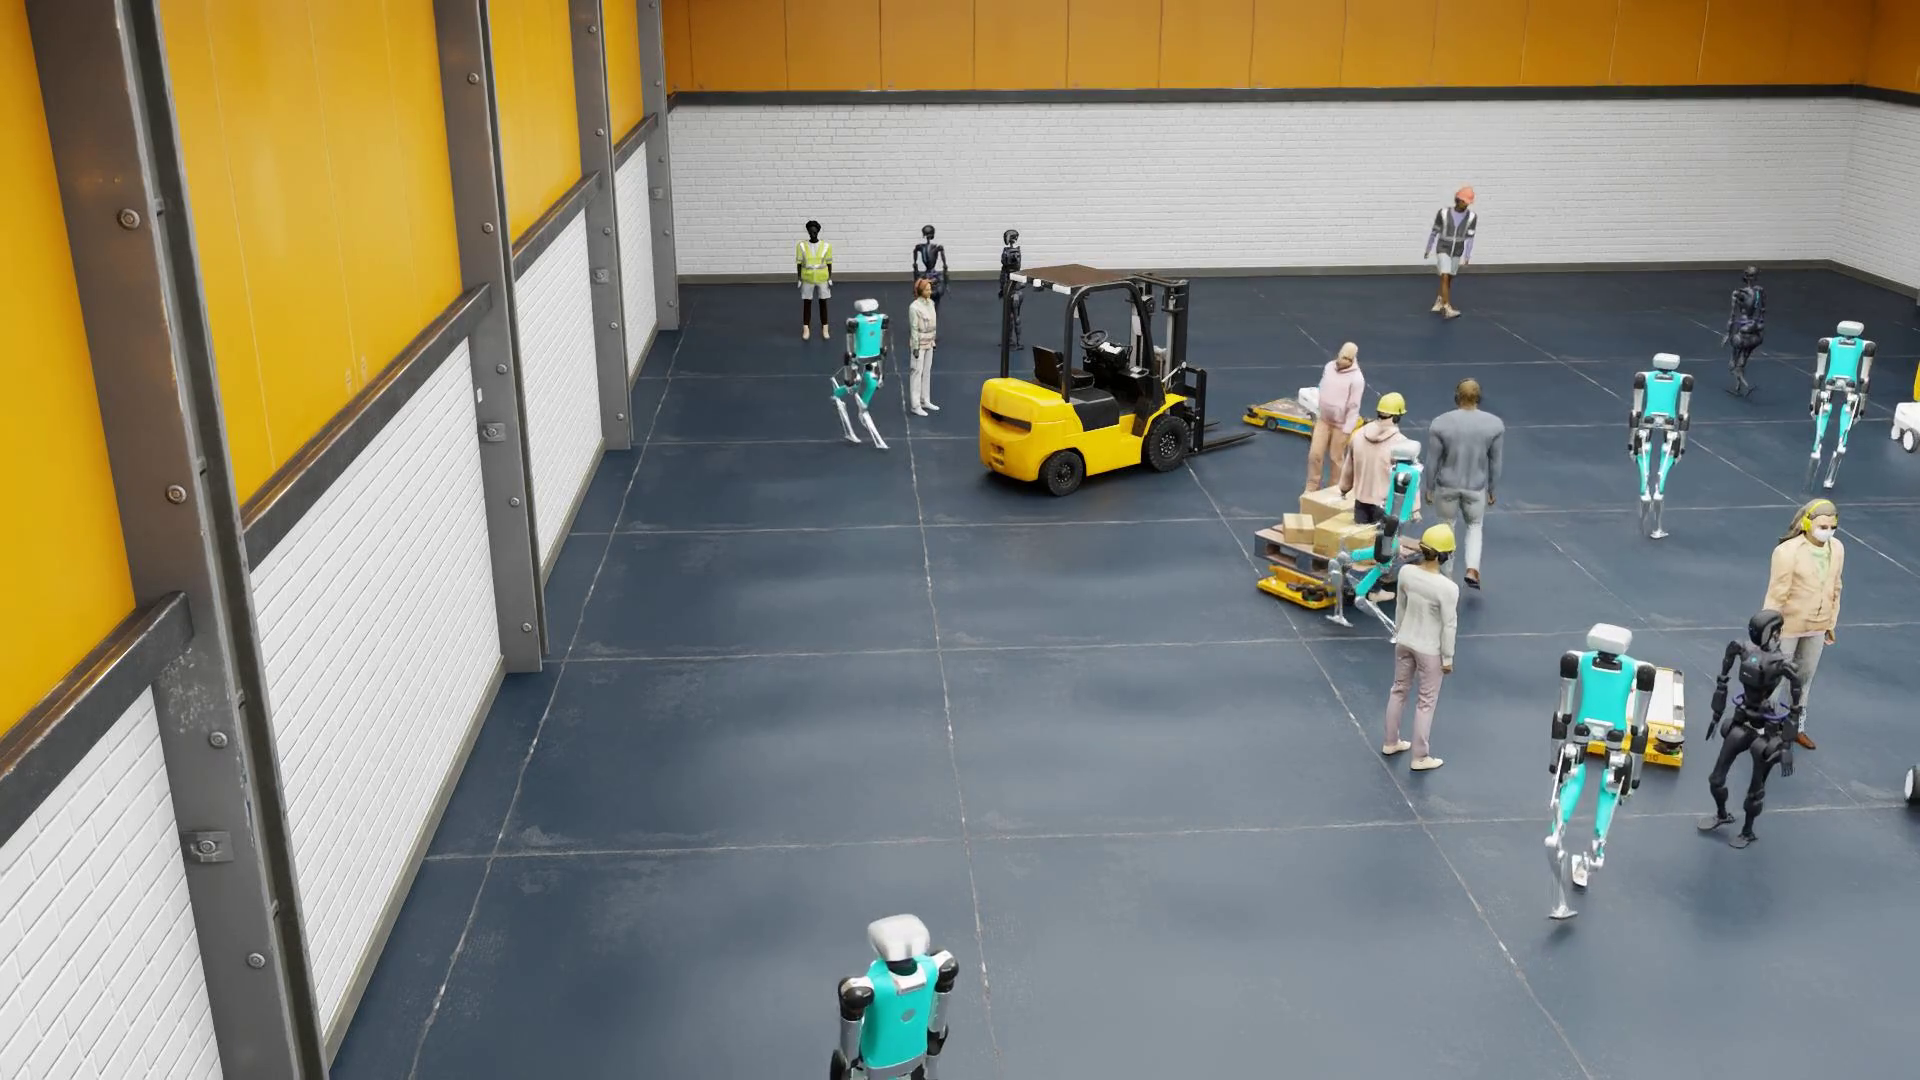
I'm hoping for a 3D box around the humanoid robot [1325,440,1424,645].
[{"bbox_3d":[3.269,0.016,13.519,1.010,1.772,0.534,9,22,24],"label":"humanoid robot"}]

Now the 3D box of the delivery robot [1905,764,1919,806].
[{"bbox_3d":[6.491,1.619,10.799,0.499,0.594,0.779,8,21,20],"label":"delivery robot"}]

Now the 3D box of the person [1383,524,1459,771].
[{"bbox_3d":[3.206,0.730,11.480,0.338,1.760,0.524,-12,23,-30],"label":"person"}]

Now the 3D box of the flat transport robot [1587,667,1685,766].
[{"bbox_3d":[4.970,1.236,12.260,0.659,0.231,1.431,8,22,20],"label":"flat transport robot"}]

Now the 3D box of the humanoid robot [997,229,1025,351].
[{"bbox_3d":[0.717,-3.465,23.004,0.315,1.657,0.599,-8,22,-20],"label":"humanoid robot"}]

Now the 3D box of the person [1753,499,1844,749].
[{"bbox_3d":[5.893,0.590,11.713,0.563,1.867,0.413,-5,21,-13],"label":"person"}]

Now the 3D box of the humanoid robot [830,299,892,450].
[{"bbox_3d":[-1.134,-1.837,18.516,0.540,1.767,0.907,-14,24,-34],"label":"humanoid robot"}]

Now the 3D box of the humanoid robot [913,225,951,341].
[{"bbox_3d":[-0.407,-3.615,23.429,0.599,1.644,0.338,12,23,29],"label":"humanoid robot"}]

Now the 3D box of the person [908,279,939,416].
[{"bbox_3d":[-0.447,-2.324,19.967,0.306,1.640,0.510,10,22,25],"label":"person"}]

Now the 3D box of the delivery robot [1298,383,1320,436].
[{"bbox_3d":[4.217,-1.519,19.375,0.518,0.611,0.783,-4,20,-10],"label":"delivery robot"}]

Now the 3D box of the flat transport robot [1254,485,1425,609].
[{"bbox_3d":[3.388,0.290,14.836,1.431,0.231,0.659,-15,25,-35],"label":"flat transport robot"}]

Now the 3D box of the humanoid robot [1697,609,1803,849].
[{"bbox_3d":[4.959,1.181,10.387,0.367,1.649,0.608,-12,23,-29],"label":"humanoid robot"}]

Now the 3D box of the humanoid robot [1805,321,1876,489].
[{"bbox_3d":[8.983,-1.281,17.068,0.540,1.841,0.746,10,22,26],"label":"humanoid robot"}]

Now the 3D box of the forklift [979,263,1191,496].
[{"bbox_3d":[1.315,-1.764,17.646,2.313,2.155,1.214,-14,24,-33],"label":"forklift"}]

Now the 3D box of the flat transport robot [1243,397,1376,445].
[{"bbox_3d":[4.083,-1.390,19.416,1.431,0.231,0.659,19,27,41],"label":"flat transport robot"}]

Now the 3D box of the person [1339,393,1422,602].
[{"bbox_3d":[3.584,-0.355,14.299,0.435,1.855,0.819,-17,26,-38],"label":"person"}]

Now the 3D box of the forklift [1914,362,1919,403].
[{"bbox_3d":[12.602,-2.435,19.475,2.313,2.155,1.214,-1,20,-4],"label":"forklift"}]

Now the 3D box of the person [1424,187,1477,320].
[{"bbox_3d":[7.342,-4.313,24.921,0.678,1.960,1.032,1,20,1],"label":"person"}]

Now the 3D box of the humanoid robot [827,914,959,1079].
[{"bbox_3d":[-0.405,2.349,7.219,0.558,1.846,0.794,-12,23,-29],"label":"humanoid robot"}]

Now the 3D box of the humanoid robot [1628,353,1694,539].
[{"bbox_3d":[6.600,-0.815,15.790,0.541,1.827,0.709,8,22,20],"label":"humanoid robot"}]

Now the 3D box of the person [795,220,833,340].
[{"bbox_3d":[-2.061,-3.690,23.606,0.536,1.696,0.318,-2,20,-6],"label":"person"}]

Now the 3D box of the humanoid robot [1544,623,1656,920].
[{"bbox_3d":[3.626,1.429,9.635,0.548,1.736,0.994,11,23,27],"label":"humanoid robot"}]

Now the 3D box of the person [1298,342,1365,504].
[{"bbox_3d":[3.720,-1.145,16.612,0.610,1.737,0.583,-19,27,-41],"label":"person"}]

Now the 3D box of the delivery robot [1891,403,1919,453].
[{"bbox_3d":[10.858,-1.285,18.738,0.499,0.612,0.807,1,20,3],"label":"delivery robot"}]

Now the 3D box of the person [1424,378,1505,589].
[{"bbox_3d":[4.370,-0.453,14.470,0.642,1.915,0.546,3,20,8],"label":"person"}]

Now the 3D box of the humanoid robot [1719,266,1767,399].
[{"bbox_3d":[9.792,-2.558,20.567,0.600,1.627,0.536,-8,22,-20],"label":"humanoid robot"}]
